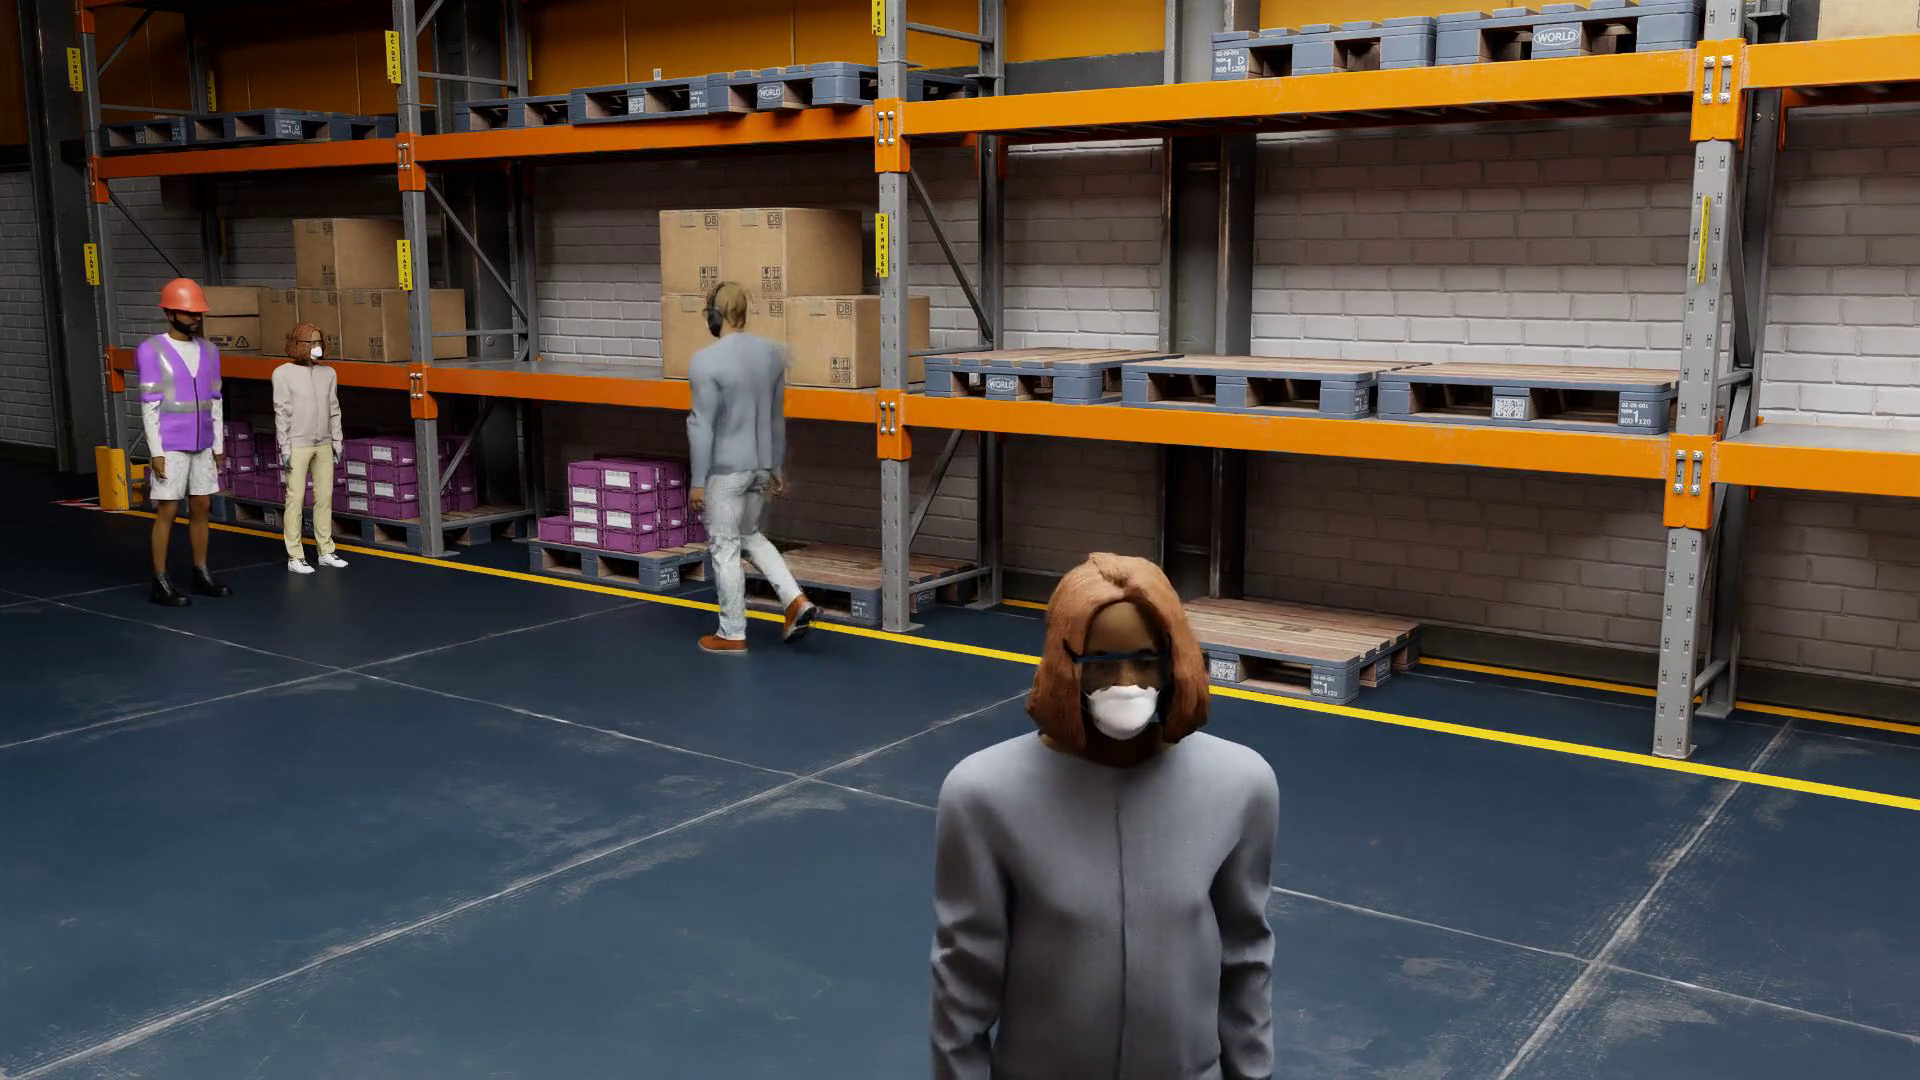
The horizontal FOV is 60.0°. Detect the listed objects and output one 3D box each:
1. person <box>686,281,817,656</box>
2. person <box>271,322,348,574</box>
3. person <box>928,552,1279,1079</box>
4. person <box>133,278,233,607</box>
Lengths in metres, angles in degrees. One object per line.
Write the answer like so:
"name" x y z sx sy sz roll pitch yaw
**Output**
"person" -1.085 -0.343 8.428 0.547 1.923 0.637 6 11 32
"person" -4.242 -0.600 10.854 0.277 1.628 0.496 6 11 30
"person" 0.207 0.819 2.372 0.507 1.631 0.266 -2 10 -10
"person" -4.552 -0.572 9.815 0.416 1.926 0.545 5 11 28
